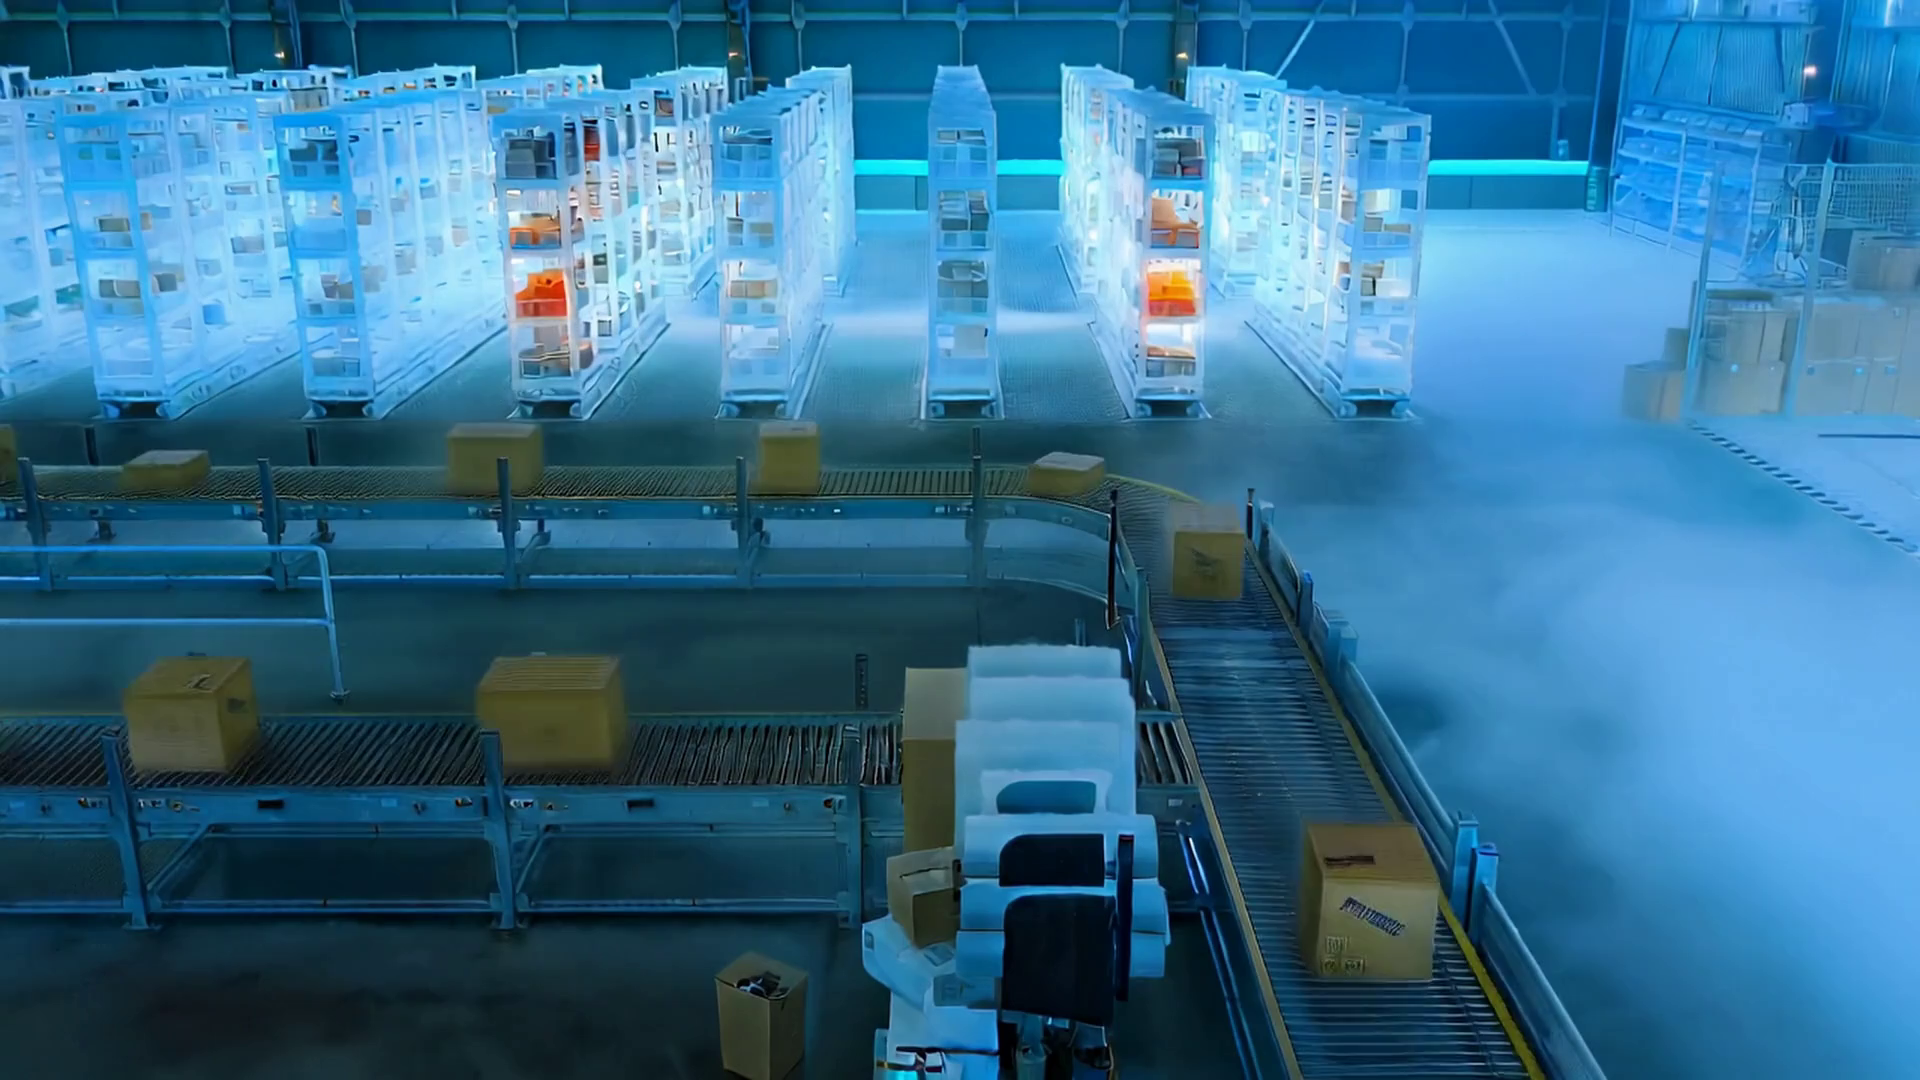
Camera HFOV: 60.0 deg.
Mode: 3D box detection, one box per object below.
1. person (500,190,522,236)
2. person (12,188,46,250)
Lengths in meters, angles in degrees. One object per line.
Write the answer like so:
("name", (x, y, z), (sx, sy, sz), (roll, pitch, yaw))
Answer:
("person", (-9.283, -7.213, 34.983), (1.018, 1.793, 0.567), (4, 19, 13))
("person", (-16.108, -5.214, 28.798), (0.600, 1.791, 0.868), (-6, 19, -18))
